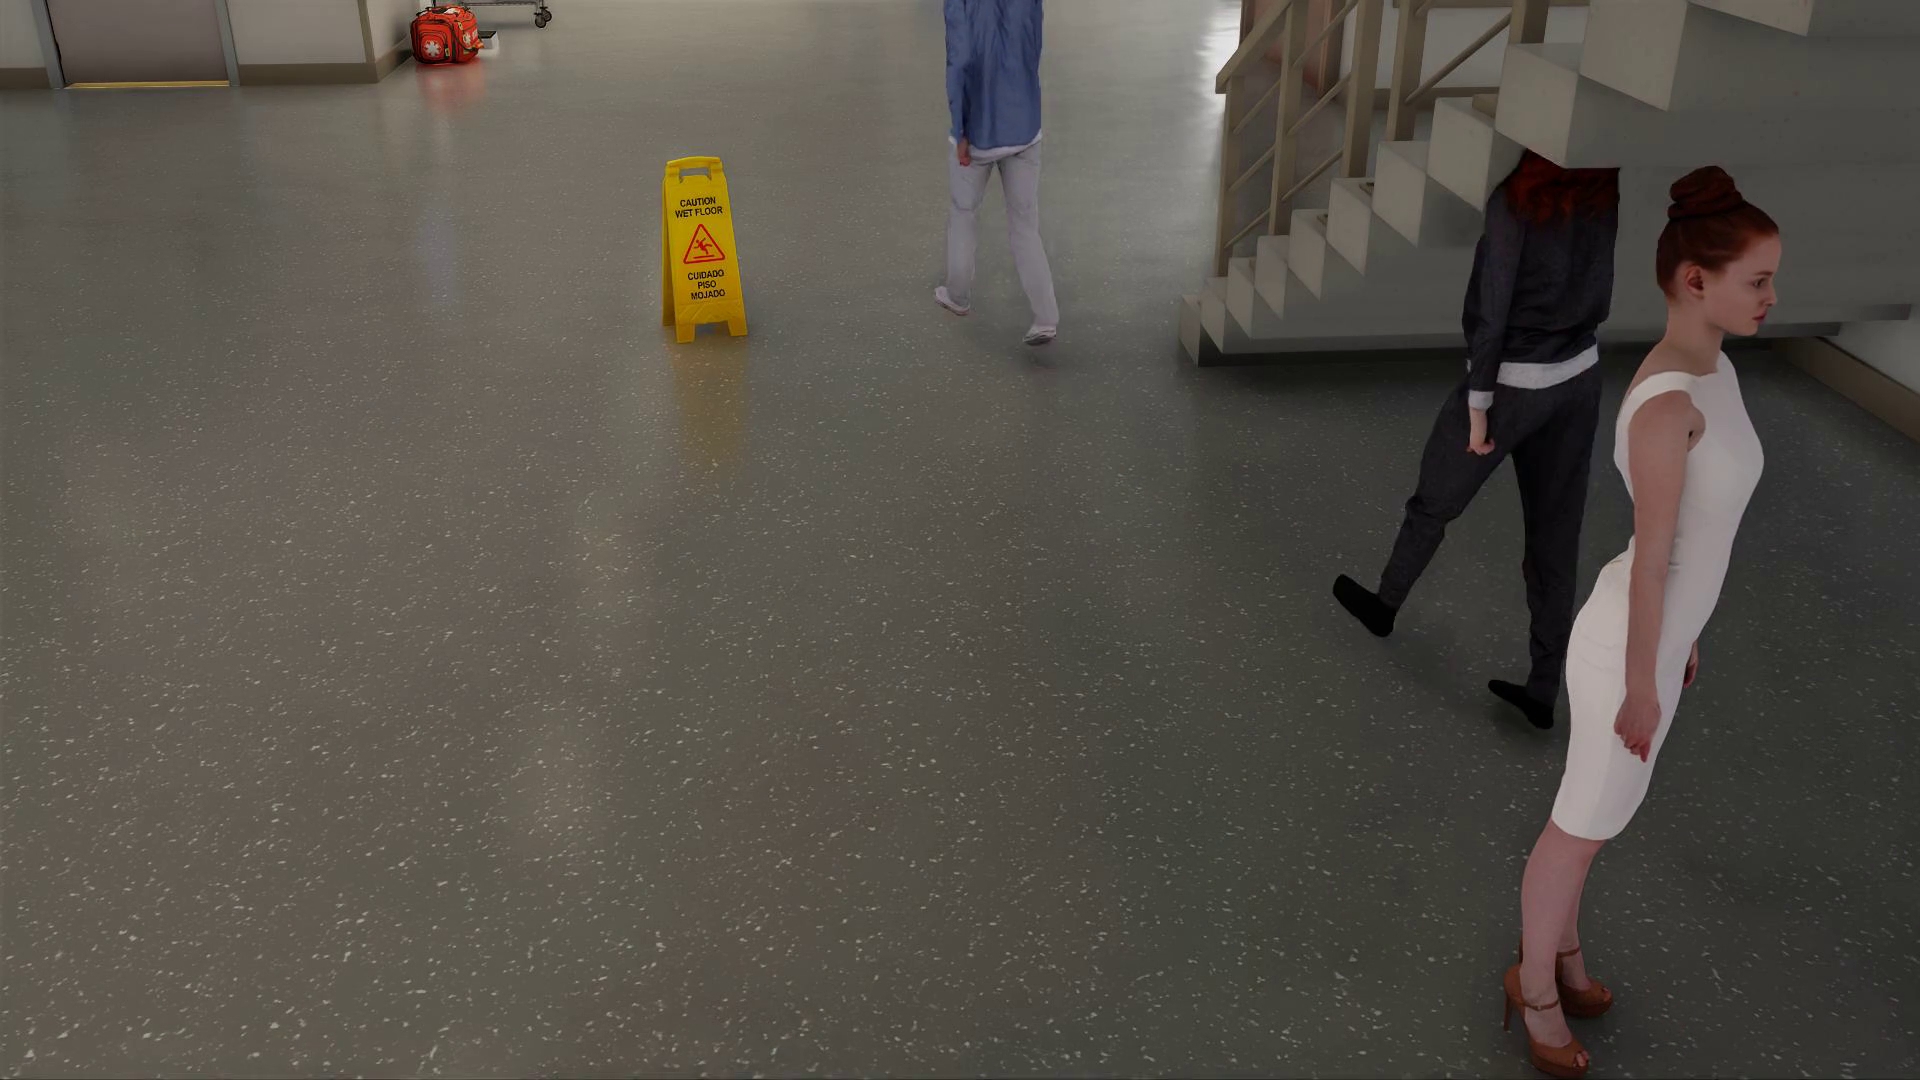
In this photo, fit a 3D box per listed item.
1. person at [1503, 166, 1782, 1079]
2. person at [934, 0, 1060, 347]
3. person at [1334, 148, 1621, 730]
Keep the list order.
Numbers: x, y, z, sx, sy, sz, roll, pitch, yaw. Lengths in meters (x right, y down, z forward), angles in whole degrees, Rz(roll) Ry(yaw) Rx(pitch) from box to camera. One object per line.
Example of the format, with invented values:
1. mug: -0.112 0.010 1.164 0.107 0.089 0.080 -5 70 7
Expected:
1. person: 1.245 0.210 3.092 0.688 1.800 0.599 16 30 29
2. person: 0.199 -1.711 7.010 0.877 1.858 1.268 -10 28 -20
3. person: 1.507 -0.315 4.241 0.789 1.749 1.086 -10 27 -20
